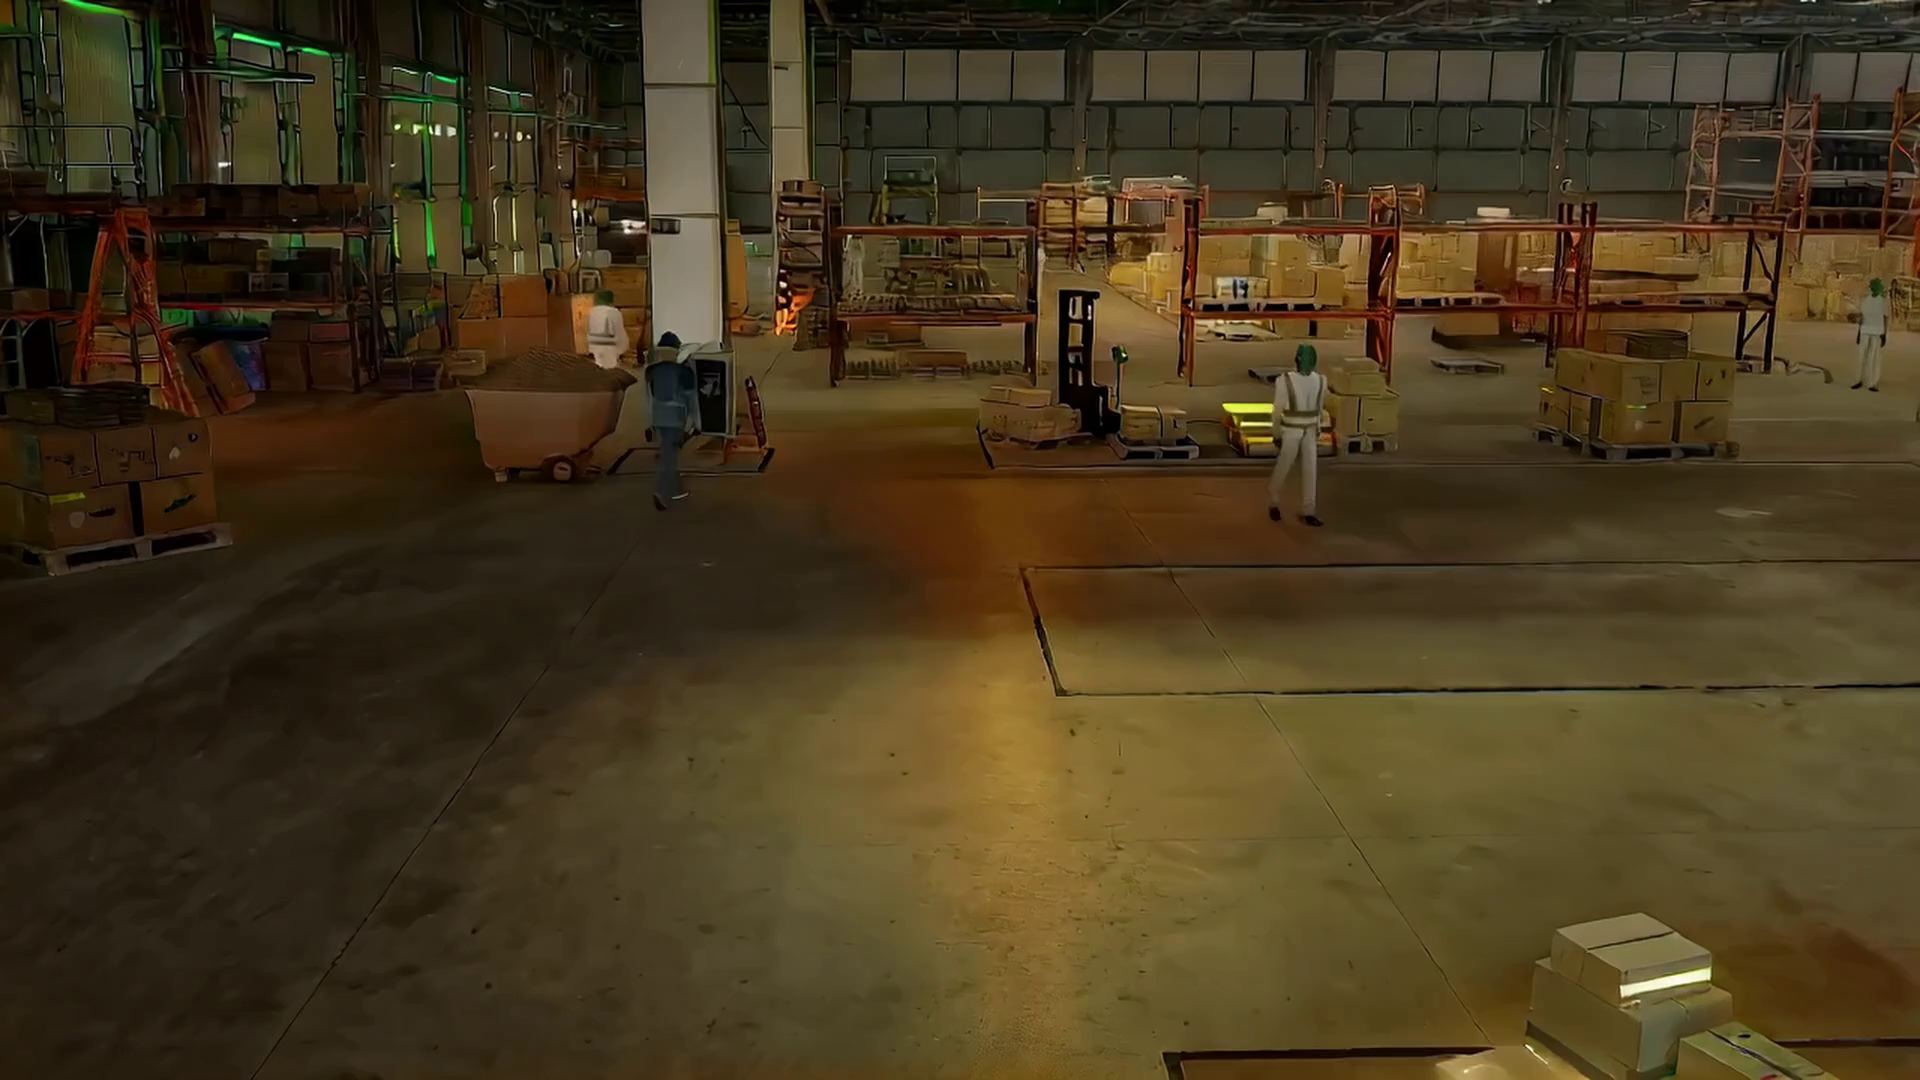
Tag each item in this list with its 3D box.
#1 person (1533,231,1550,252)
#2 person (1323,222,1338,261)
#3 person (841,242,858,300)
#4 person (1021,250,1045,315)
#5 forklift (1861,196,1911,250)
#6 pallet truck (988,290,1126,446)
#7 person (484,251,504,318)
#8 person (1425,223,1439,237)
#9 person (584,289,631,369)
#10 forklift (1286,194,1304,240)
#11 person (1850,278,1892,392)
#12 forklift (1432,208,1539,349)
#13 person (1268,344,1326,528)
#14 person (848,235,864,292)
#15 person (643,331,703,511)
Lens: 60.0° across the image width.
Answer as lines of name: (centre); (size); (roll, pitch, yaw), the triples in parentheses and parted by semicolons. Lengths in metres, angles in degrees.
person: (18.009, -8.752, 51.277); (0.635, 1.977, 0.606); (-4, 13, -18)
person: (12.909, -10.150, 57.779); (0.630, 1.910, 0.886); (2, 13, 9)
person: (-3.127, -7.384, 45.811); (0.759, 1.665, 0.536); (-10, 16, -37)
person: (1.828, -6.544, 41.450); (0.650, 1.917, 0.524); (-3, 13, -12)
forklift: (30.190, -9.702, 53.524); (1.873, 2.768, 1.129); (0, 12, -2)
pallet truck: (1.257, -2.299, 22.111); (1.885, 1.965, 0.823); (-9, 15, -35)
person: (-11.483, -6.269, 40.876); (0.526, 1.631, 0.319); (10, 16, 39)
person: (16.504, -10.221, 58.101); (0.544, 1.905, 0.842); (-7, 14, -28)
person: (-5.280, -2.869, 25.081); (0.629, 1.820, 0.564); (8, 15, 32)
forklift: (11.014, -9.999, 54.867); (1.873, 2.768, 1.129); (0, 12, -2)
person: (14.934, -3.359, 27.219); (0.320, 1.858, 0.522); (-7, 14, -29)
forklift: (10.695, -5.304, 33.670); (1.873, 2.768, 1.129); (0, 12, -2)
person: (3.423, -1.079, 16.978); (0.611, 1.854, 0.909); (-4, 13, -18)
person: (-3.121, -8.354, 49.632); (0.390, 1.920, 0.583); (-11, 17, -42)
person: (-3.119, -1.271, 17.740); (0.582, 1.889, 0.955); (5, 13, 20)
